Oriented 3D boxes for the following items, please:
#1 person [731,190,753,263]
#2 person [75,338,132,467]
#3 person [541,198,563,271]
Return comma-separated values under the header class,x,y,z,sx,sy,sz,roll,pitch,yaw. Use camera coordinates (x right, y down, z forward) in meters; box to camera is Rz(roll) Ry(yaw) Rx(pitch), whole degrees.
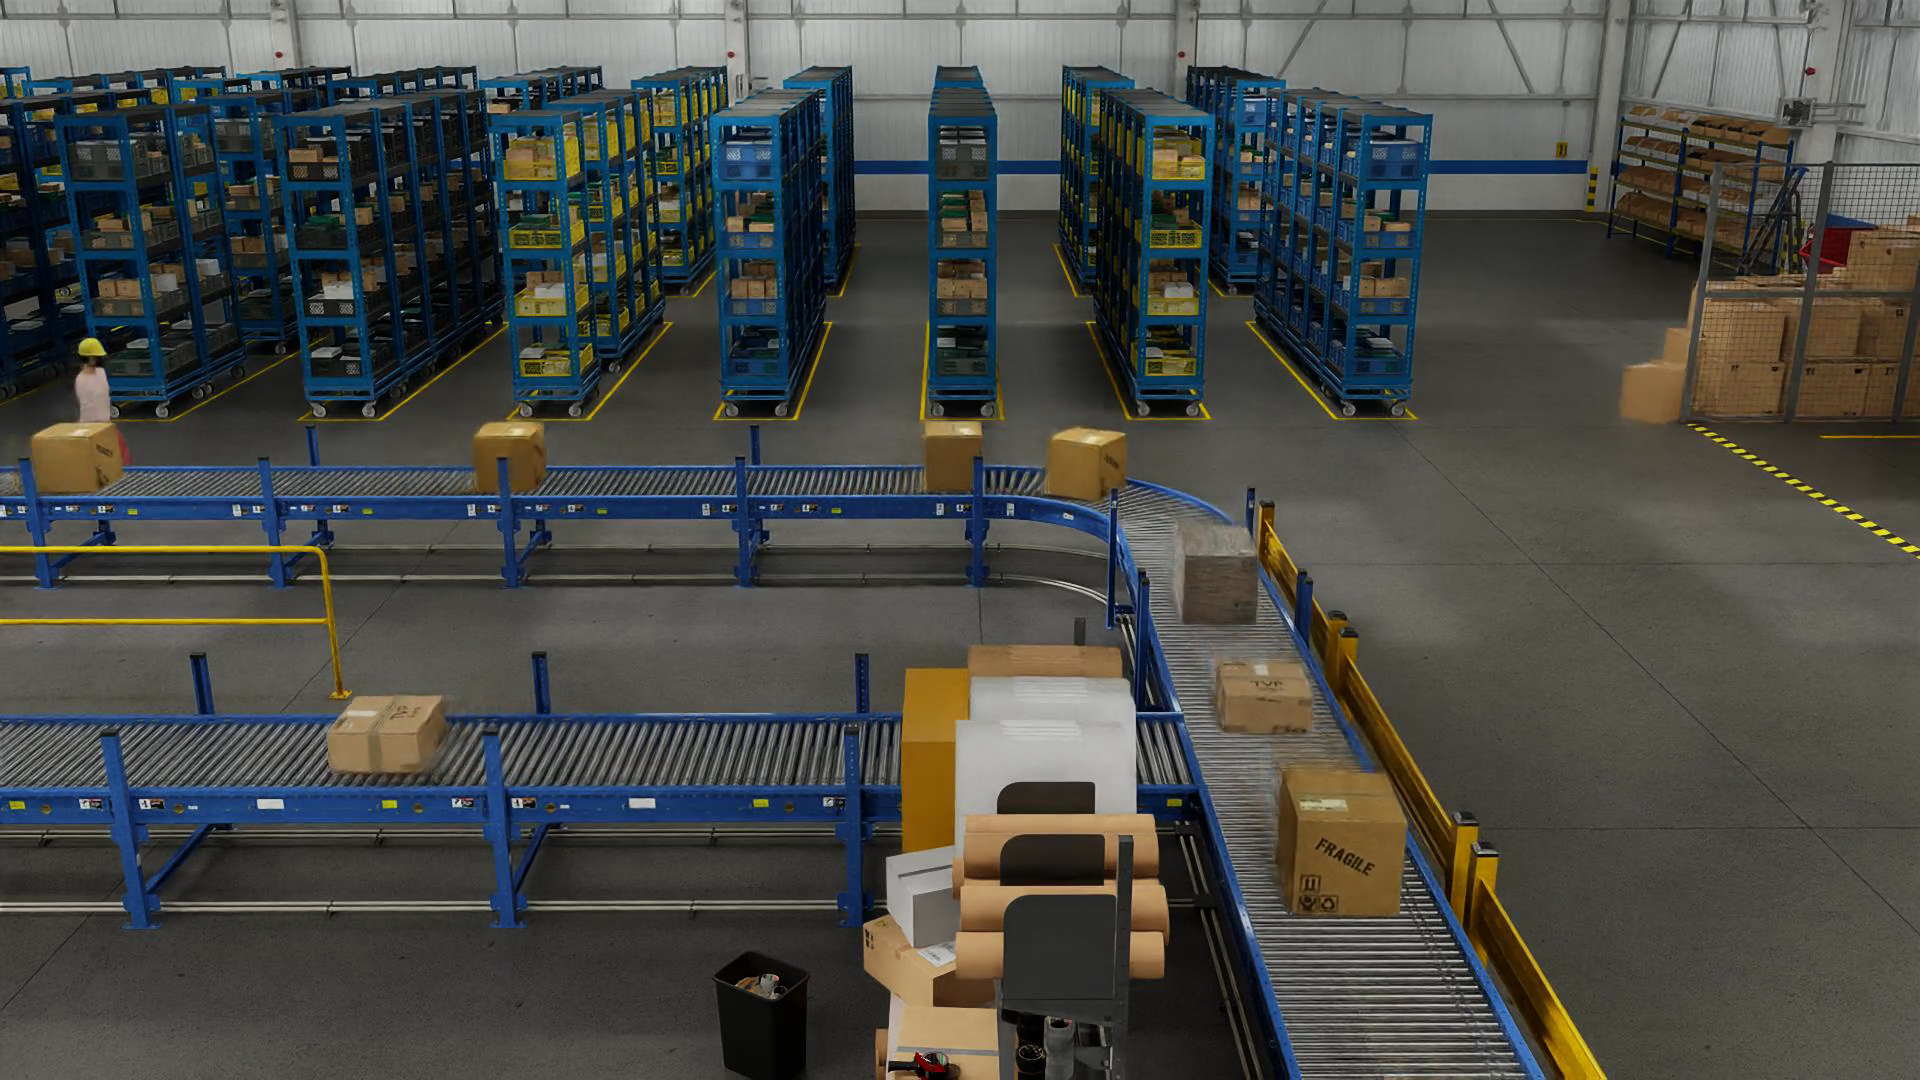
class,x,y,z,sx,sy,sz,roll,pitch,yaw
person,-3.764,-5.424,29.223,0.606,1.944,1.072,3,18,9
person,-8.276,-1.102,16.203,0.784,1.733,0.553,0,18,2
person,-6.467,-4.582,26.787,0.601,1.831,0.404,-6,19,-18
